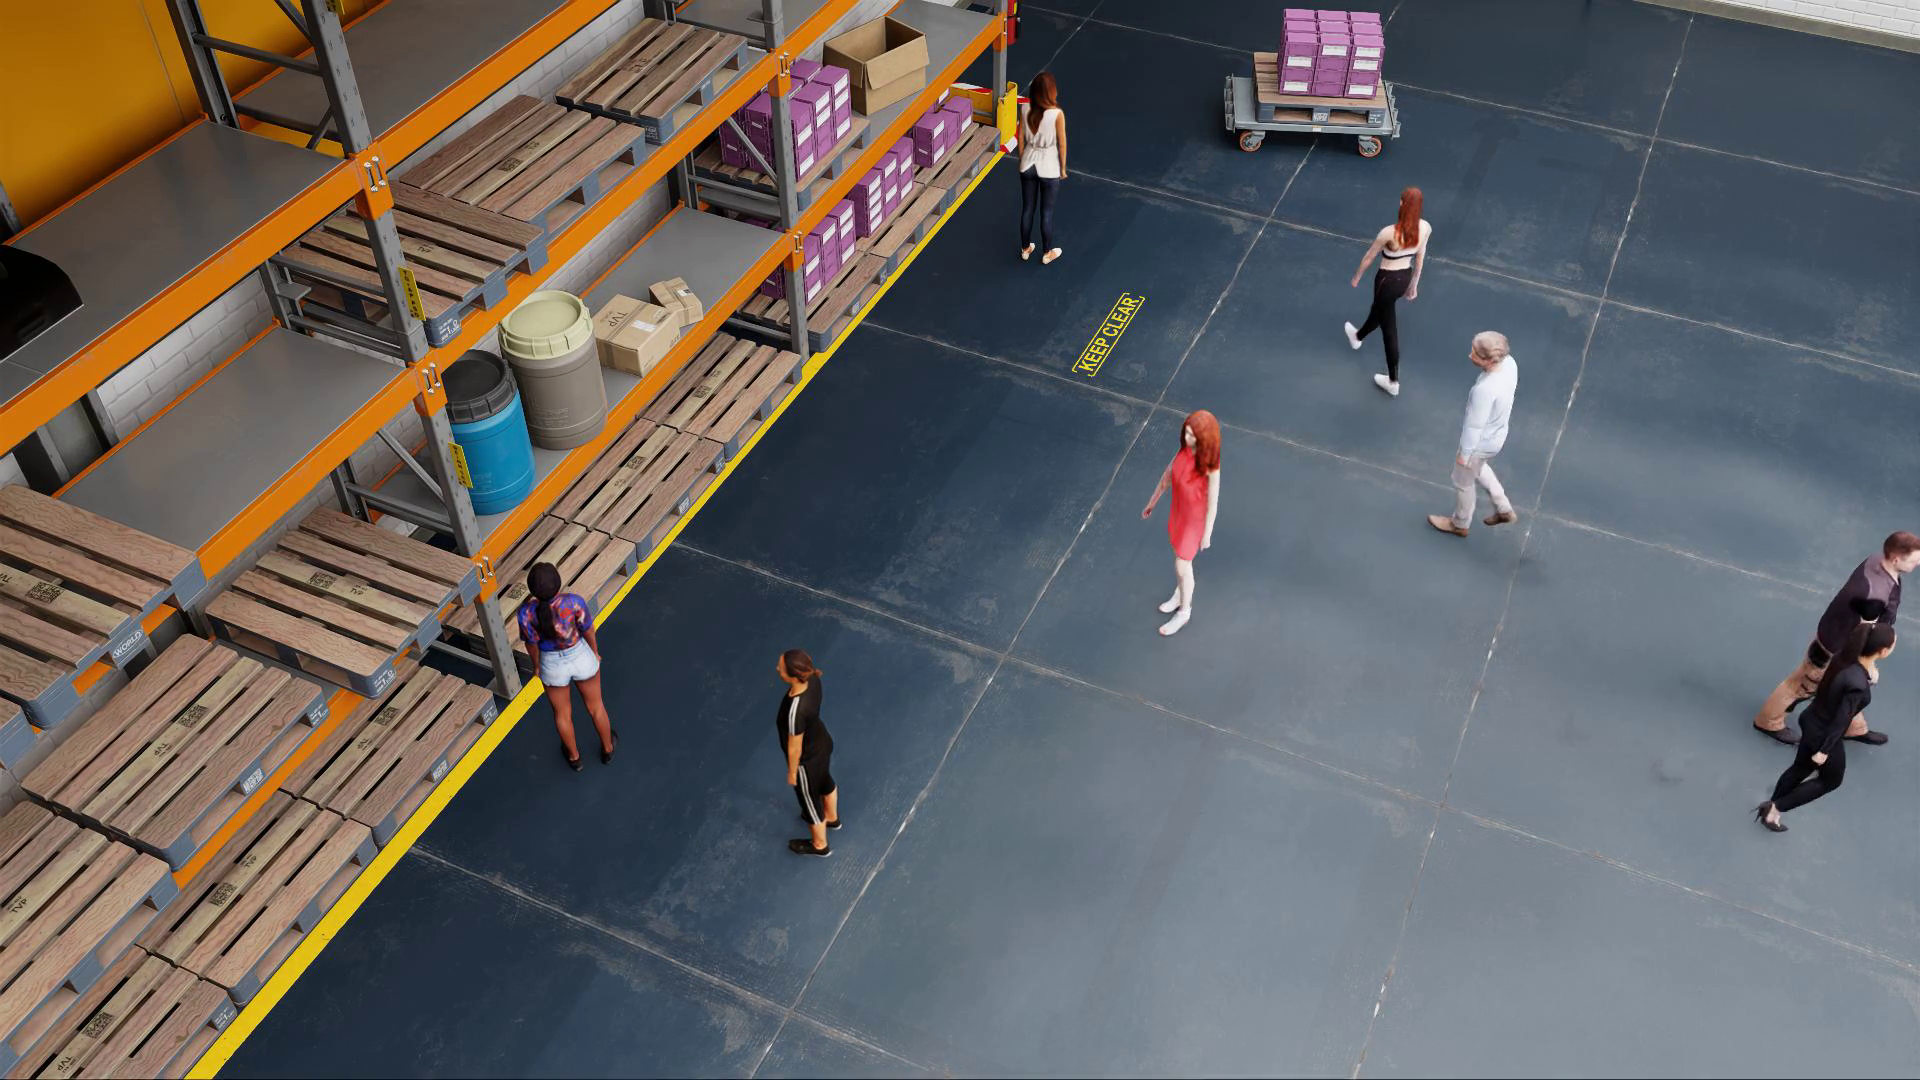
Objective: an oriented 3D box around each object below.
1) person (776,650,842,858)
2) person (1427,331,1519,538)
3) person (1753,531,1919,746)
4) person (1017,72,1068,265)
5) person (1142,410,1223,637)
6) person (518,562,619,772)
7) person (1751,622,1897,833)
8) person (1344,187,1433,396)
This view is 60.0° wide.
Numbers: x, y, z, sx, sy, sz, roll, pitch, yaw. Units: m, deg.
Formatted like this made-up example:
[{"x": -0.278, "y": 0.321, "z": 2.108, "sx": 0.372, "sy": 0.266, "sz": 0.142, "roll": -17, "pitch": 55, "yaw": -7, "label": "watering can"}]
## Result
[{"x": -0.876, "y": 1.233, "z": 9.702, "sx": 0.688, "sy": 1.669, "sz": 0.537, "roll": 6, "pitch": 44, "yaw": 6, "label": "person"}, {"x": 3.707, "y": -0.673, "z": 11.566, "sx": 0.855, "sy": 1.858, "sz": 0.826, "roll": 29, "pitch": 51, "yaw": 27, "label": "person"}, {"x": 5.355, "y": 0.595, "z": 10.264, "sx": 0.842, "sy": 1.817, "sz": 0.974, "roll": 26, "pitch": 49, "yaw": 25, "label": "person"}, {"x": 0.683, "y": -3.176, "z": 14.246, "sx": 0.588, "sy": 1.785, "sz": 0.508, "roll": 18, "pitch": 46, "yaw": 18, "label": "person"}, {"x": 1.580, "y": -0.171, "z": 11.067, "sx": 0.805, "sy": 1.818, "sz": 0.743, "roll": -14, "pitch": 45, "yaw": -15, "label": "person"}, {"x": -2.395, "y": 0.765, "z": 10.141, "sx": 0.664, "sy": 1.741, "sz": 0.710, "roll": -11, "pitch": 45, "yaw": -12, "label": "person"}, {"x": 4.997, "y": 1.124, "z": 9.800, "sx": 0.744, "sy": 1.692, "sz": 0.605, "roll": 13, "pitch": 45, "yaw": 13, "label": "person"}, {"x": 3.416, "y": -1.892, "z": 12.954, "sx": 1.084, "sy": 1.709, "sz": 1.119, "roll": -17, "pitch": 46, "yaw": -17, "label": "person"}]
